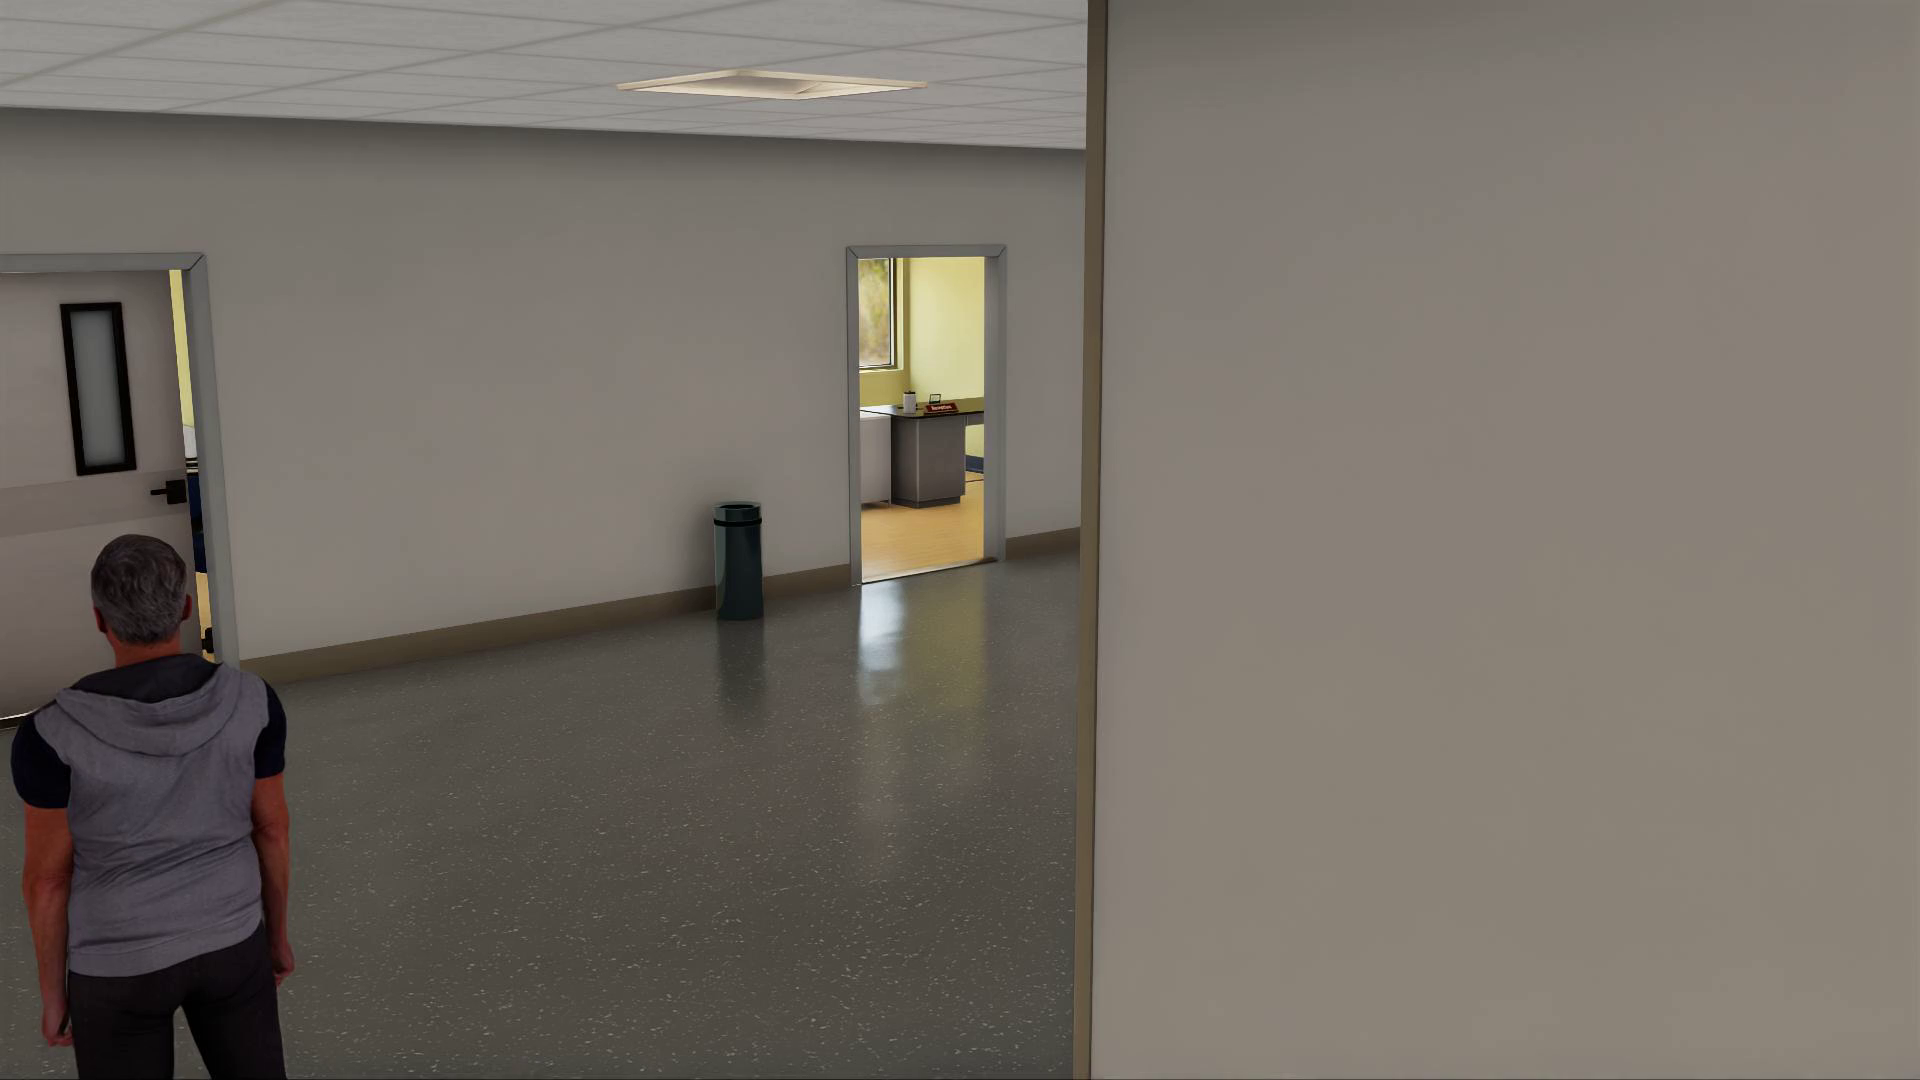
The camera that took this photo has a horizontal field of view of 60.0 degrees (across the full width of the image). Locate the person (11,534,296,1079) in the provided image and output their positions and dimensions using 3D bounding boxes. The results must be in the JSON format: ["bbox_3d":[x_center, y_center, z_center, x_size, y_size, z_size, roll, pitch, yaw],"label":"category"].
[{"bbox_3d":[-1.650,0.895,3.503,0.483,1.823,0.734,-9,14,-41],"label":"person"}]
